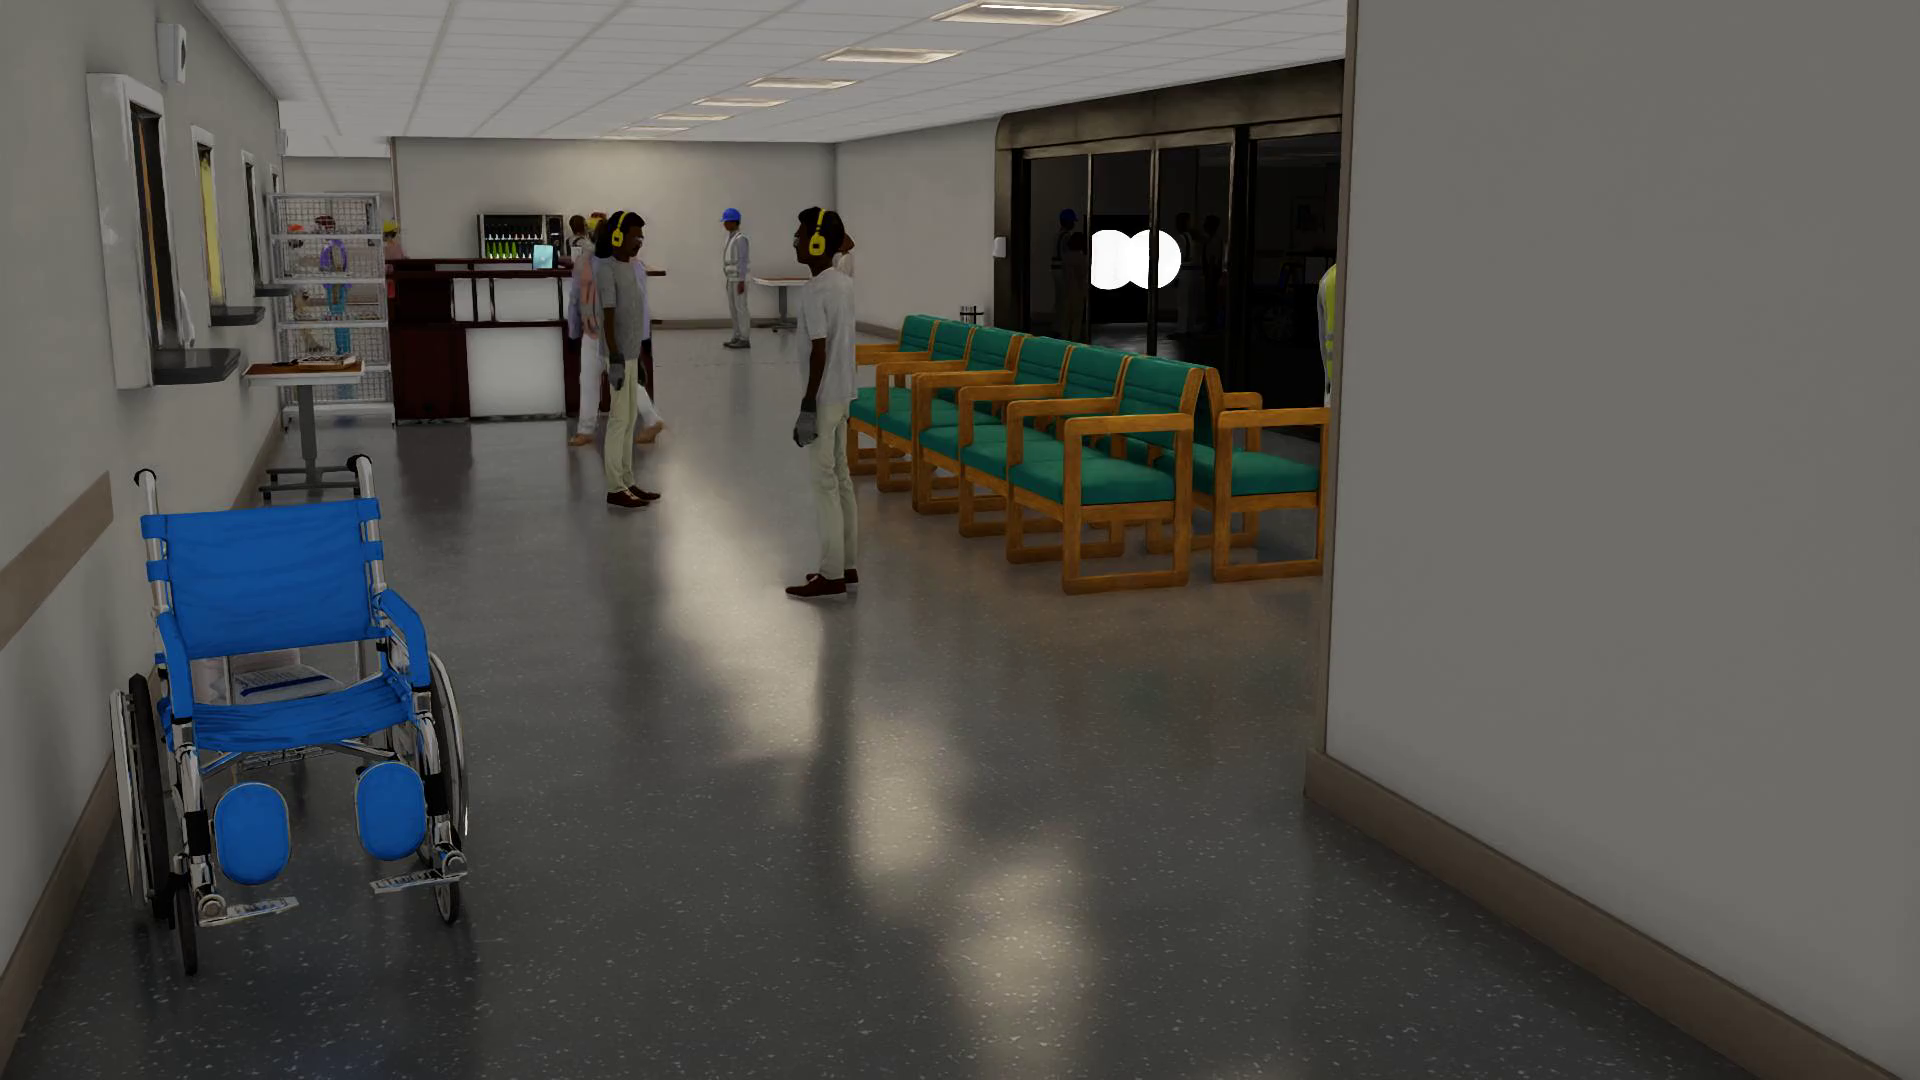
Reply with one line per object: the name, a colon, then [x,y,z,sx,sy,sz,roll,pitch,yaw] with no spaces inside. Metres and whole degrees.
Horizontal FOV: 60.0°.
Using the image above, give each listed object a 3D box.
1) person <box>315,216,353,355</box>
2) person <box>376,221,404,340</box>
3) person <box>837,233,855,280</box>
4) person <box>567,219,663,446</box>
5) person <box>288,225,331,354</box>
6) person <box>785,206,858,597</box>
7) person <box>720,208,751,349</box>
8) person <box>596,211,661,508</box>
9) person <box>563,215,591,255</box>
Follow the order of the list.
person: [-7.728,-3.084,20.595,0.388,1.837,0.564,-6,12,-26]
person: [-8.381,-3.763,24.290,0.711,1.741,0.547,1,11,5]
person: [-1.462,-3.087,21.171,0.285,1.627,0.504,0,11,-1]
person: [-2.805,-1.660,13.387,0.698,1.818,0.587,4,12,20]
person: [-8.833,-3.335,22.203,0.814,1.707,0.571,-6,12,-27]
person: [-0.667,-0.657,8.041,0.326,1.876,0.518,3,11,15]
person: [-3.115,-3.642,23.186,0.403,1.946,0.606,-5,12,-25]
person: [-2.117,-1.143,10.572,0.329,1.865,0.508,1,11,5]
person: [-4.953,-3.318,21.767,0.508,1.846,0.345,9,14,38]
